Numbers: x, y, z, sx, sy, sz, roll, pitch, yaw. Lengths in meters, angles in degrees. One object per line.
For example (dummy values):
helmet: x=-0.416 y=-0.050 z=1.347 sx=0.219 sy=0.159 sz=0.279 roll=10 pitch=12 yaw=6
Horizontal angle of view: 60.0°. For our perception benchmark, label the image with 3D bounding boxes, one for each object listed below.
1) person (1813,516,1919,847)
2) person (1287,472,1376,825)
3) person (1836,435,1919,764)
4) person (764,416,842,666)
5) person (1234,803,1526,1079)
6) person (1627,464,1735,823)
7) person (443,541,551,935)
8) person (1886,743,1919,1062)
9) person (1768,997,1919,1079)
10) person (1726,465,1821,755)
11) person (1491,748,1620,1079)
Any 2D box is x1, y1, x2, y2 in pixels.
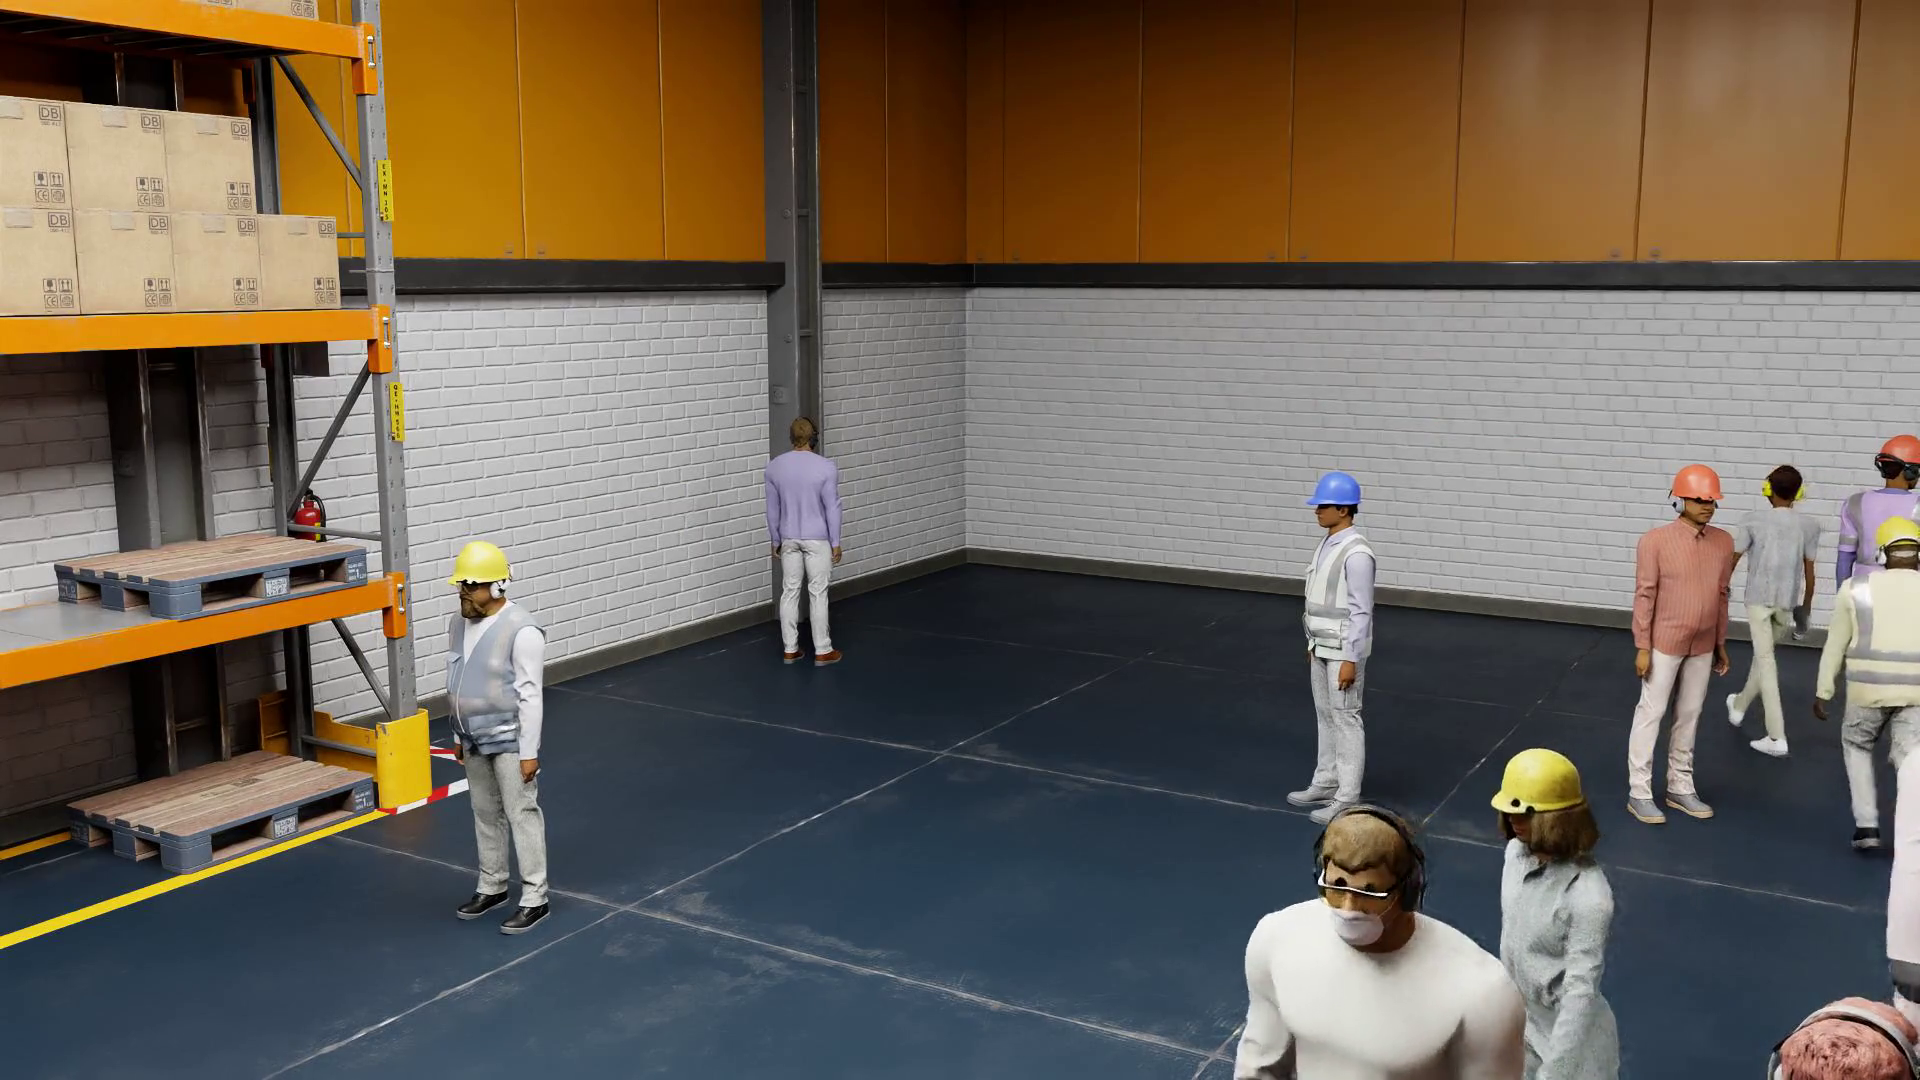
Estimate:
person: x=4.773 y=0.782 z=8.521 sx=0.712 sy=1.786 sz=0.570 roll=4 pitch=10 yaw=22
person: x=2.084 y=0.591 z=9.224 sx=0.390 sy=1.948 sz=0.605 roll=-2 pitch=9 yaw=-9
person: x=5.782 y=0.366 z=10.350 sx=0.394 sy=2.038 sz=0.605 roll=-8 pitch=12 yaw=-41
person: x=-1.197 y=0.009 z=12.880 sx=0.627 sy=1.941 sz=0.371 roll=3 pitch=10 yaw=20
person: x=0.903 y=1.490 z=3.705 sx=0.638 sy=1.918 sz=0.435 roll=9 pitch=13 yaw=43
person: x=4.005 y=0.569 z=9.211 sx=0.613 sy=1.995 sz=0.391 roll=-2 pitch=9 yaw=-15
person: x=-2.151 y=0.901 z=7.689 sx=0.591 sy=1.823 sz=0.405 roll=7 pitch=11 yaw=36
person: x=3.179 y=1.274 z=5.240 sx=0.740 sy=1.866 sz=0.417 roll=-5 pitch=10 yaw=-28
person: x=1.362 y=1.663 z=2.709 sx=0.647 sy=1.900 sz=0.395 roll=7 pitch=11 yaw=37
person: x=5.202 y=0.419 z=10.750 sx=0.537 sy=1.798 sz=1.010 roll=0 pitch=9 yaw=0
person: x=1.632 y=1.423 z=4.773 sx=0.832 sy=1.699 sz=0.537 roll=-2 pitch=9 yaw=-13
